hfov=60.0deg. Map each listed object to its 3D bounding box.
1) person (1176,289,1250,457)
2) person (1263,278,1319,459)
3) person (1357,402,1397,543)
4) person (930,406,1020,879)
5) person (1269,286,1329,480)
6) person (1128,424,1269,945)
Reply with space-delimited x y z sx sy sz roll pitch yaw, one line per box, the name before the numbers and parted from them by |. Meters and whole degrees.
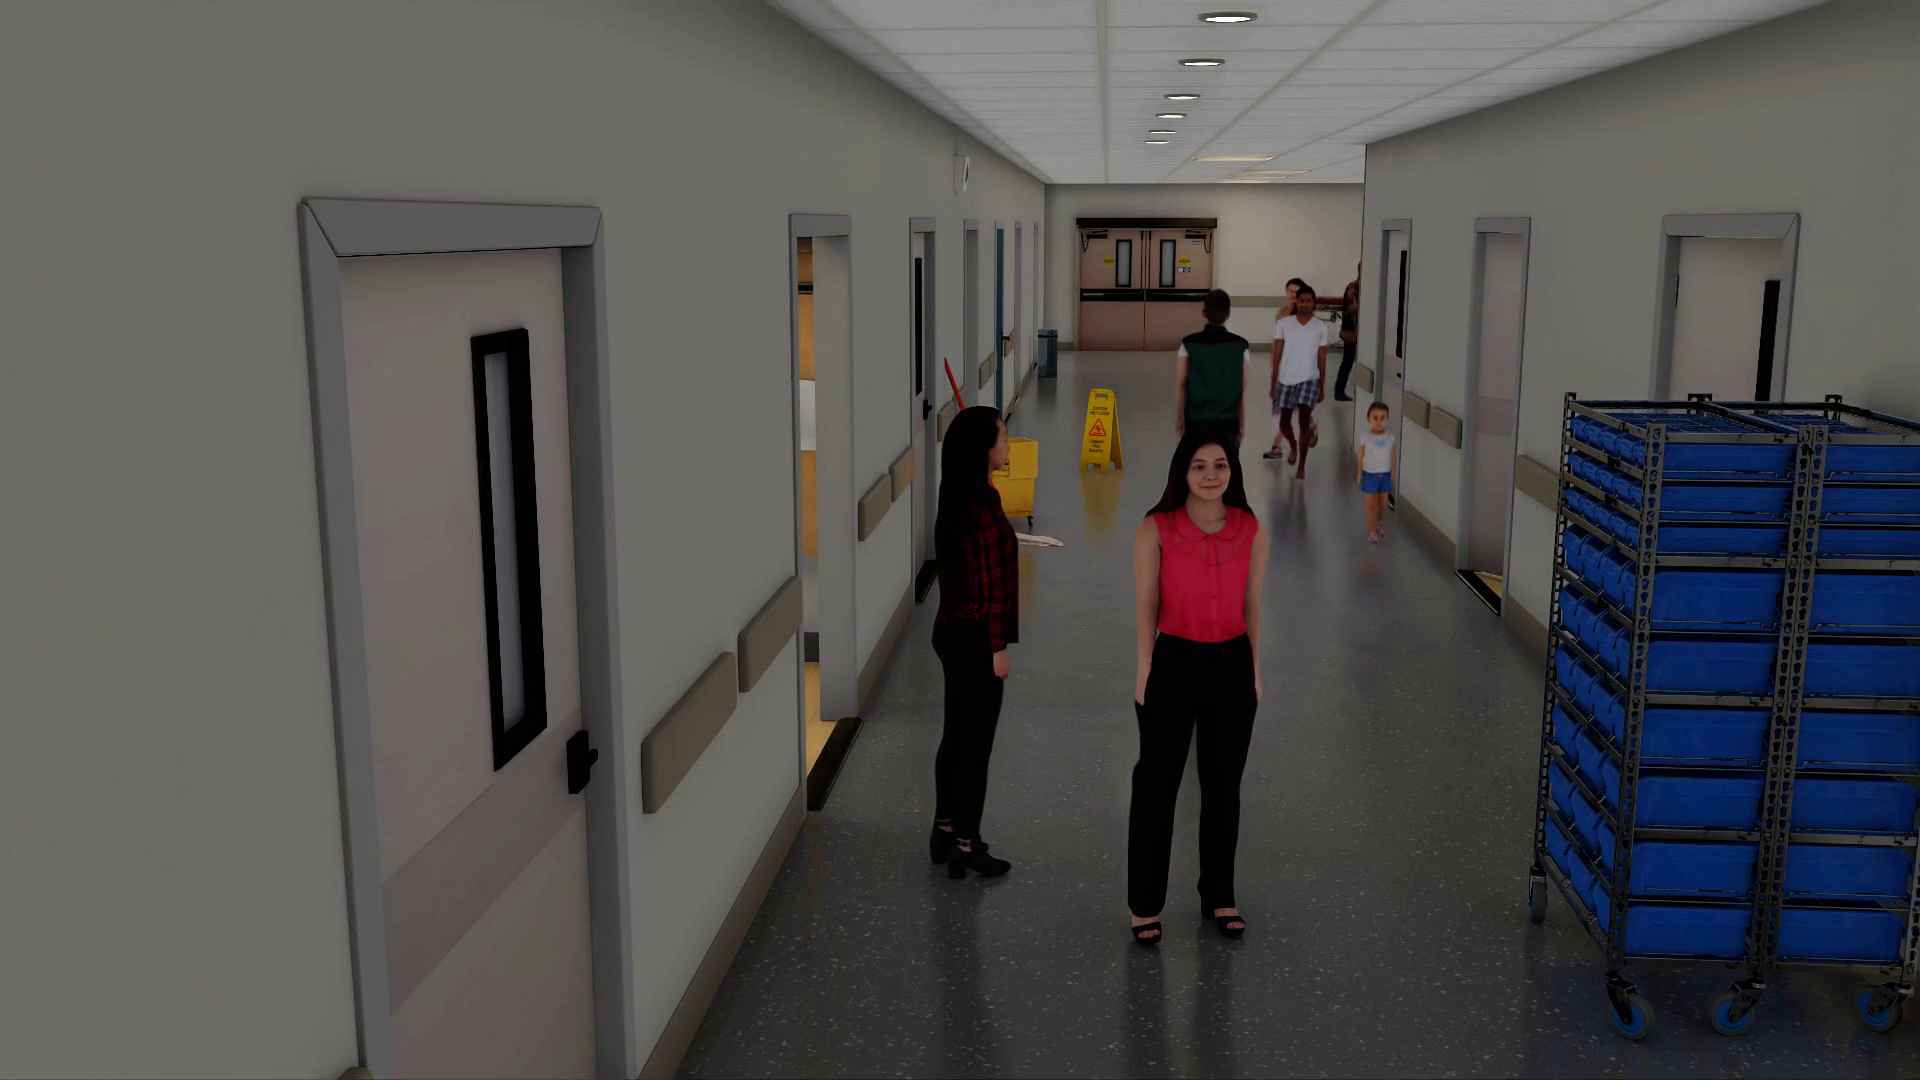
person | 1.710 -0.775 11.301 0.647 1.836 0.796 2 11 8
person | 3.284 -1.669 16.228 0.980 1.759 0.900 -10 14 -41
person | 3.006 -0.493 12.033 0.428 1.013 0.497 1 11 6
person | 0.026 0.361 5.818 0.708 1.651 0.576 -3 11 -17
person | 3.072 -1.425 15.080 0.818 1.708 1.093 4 11 19
person | 0.756 0.459 5.283 0.638 1.660 0.605 -2 11 -11
